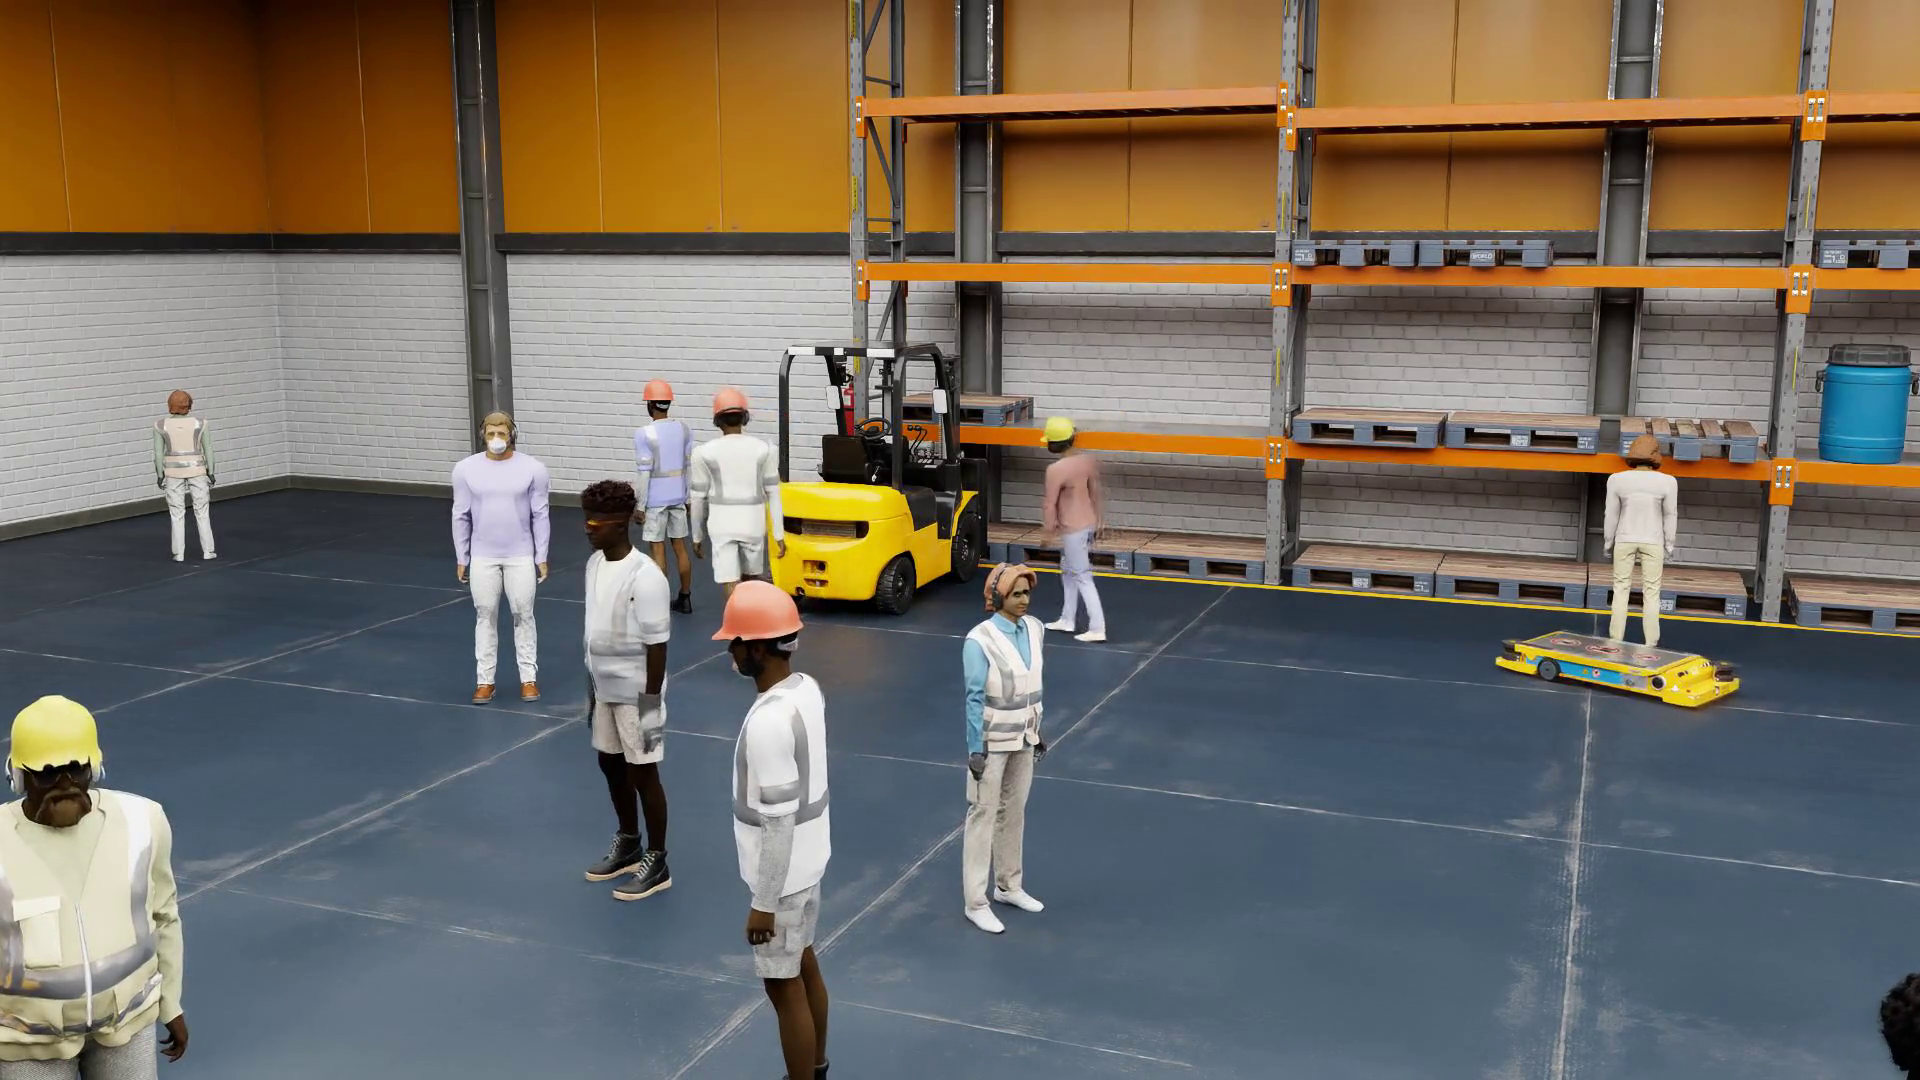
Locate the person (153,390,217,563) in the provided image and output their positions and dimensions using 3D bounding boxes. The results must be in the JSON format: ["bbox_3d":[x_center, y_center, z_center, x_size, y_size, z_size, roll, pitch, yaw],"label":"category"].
[{"bbox_3d":[-7.345,-0.600,15.780,0.522,1.638,0.310,-4,11,-23],"label":"person"}]

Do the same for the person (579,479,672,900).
[{"bbox_3d":[-1.561,0.687,7.725,0.389,1.957,0.637,-8,13,-38],"label":"person"}]

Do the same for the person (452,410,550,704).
[{"bbox_3d":[-3.014,0.114,10.969,0.631,1.940,0.372,-2,10,-11],"label":"person"}]

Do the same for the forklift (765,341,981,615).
[{"bbox_3d":[-0.739,-0.602,14.246,1.214,2.155,2.313,4,11,21],"label":"forklift"}]

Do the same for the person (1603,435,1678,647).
[{"bbox_3d":[4.993,0.039,12.236,0.499,1.633,0.281,5,11,26],"label":"person"}]

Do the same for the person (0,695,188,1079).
[{"bbox_3d":[-2.427,1.316,4.567,0.589,1.833,0.404,-8,13,-39],"label":"person"}]

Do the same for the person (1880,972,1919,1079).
[{"bbox_3d":[1.825,1.623,3.253,0.538,1.693,0.320,-7,13,-36],"label":"person"}]

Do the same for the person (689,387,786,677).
[{"bbox_3d":[-1.599,-0.077,11.818,0.649,2.011,0.832,-3,11,-18],"label":"person"}]

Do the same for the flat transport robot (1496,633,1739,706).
[{"bbox_3d":[4.515,0.859,11.466,0.652,0.197,1.431,-9,14,-41],"label":"flat transport robot"}]

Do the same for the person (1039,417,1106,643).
[{"bbox_3d":[0.823,-0.078,12.622,0.687,1.723,0.552,7,12,33],"label":"person"}]

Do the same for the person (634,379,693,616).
[{"bbox_3d":[-2.417,-0.334,13.471,0.371,1.935,0.551,9,14,41],"label":"person"}]

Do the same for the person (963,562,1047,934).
[{"bbox_3d":[0.202,0.904,7.401,0.314,1.639,0.517,8,13,39],"label":"person"}]

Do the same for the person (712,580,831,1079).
[{"bbox_3d":[-0.628,1.086,5.564,0.377,1.932,0.552,1,10,7],"label":"person"}]
